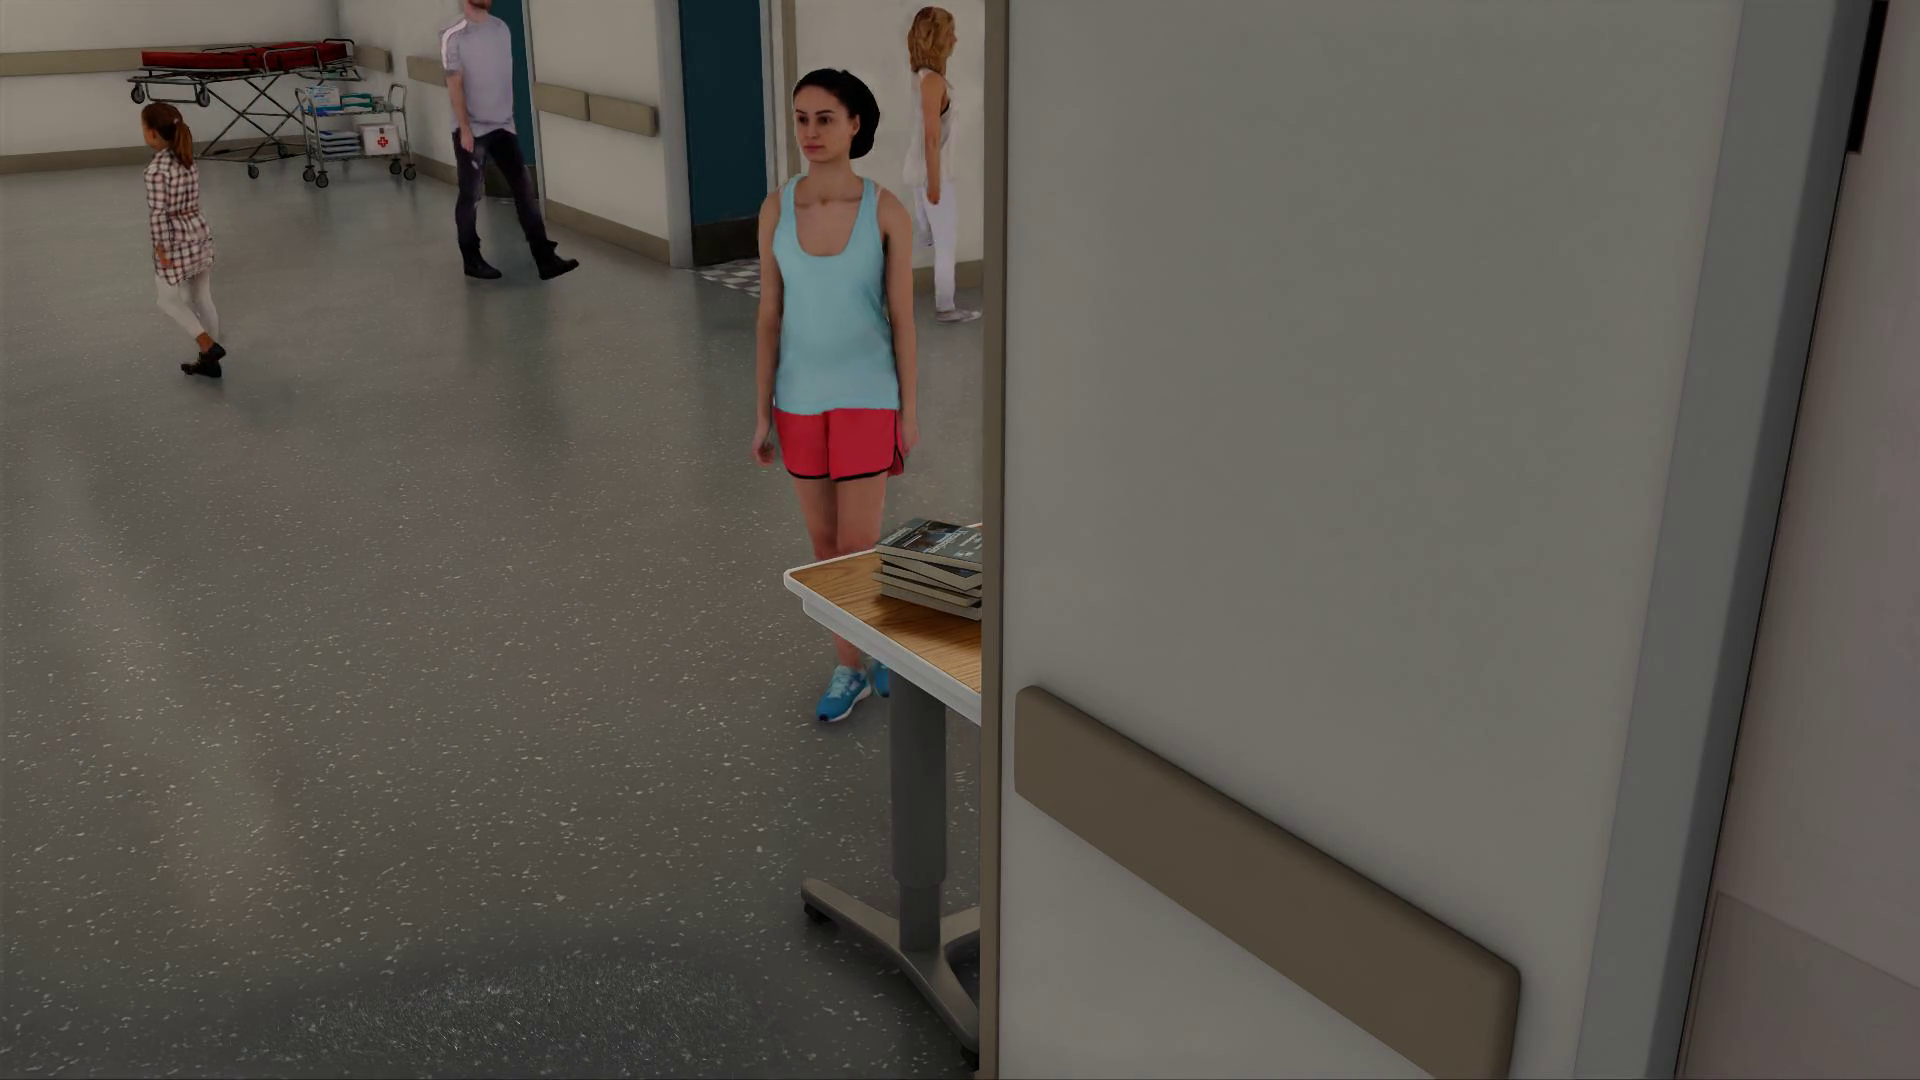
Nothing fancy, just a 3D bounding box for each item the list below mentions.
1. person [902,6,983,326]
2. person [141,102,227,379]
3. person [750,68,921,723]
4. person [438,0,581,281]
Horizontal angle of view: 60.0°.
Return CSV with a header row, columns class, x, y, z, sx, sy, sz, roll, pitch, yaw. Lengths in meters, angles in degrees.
class,x,y,z,sx,sy,sz,roll,pitch,yaw
person,-0.232,-1.954,8.818,0.885,1.659,0.949,-4,21,-10
person,-3.615,-1.399,7.853,0.702,1.303,0.648,7,22,18
person,-0.300,-0.364,4.484,0.740,1.755,0.794,7,22,17
person,-2.877,-2.428,9.871,1.178,1.799,0.922,14,25,33
